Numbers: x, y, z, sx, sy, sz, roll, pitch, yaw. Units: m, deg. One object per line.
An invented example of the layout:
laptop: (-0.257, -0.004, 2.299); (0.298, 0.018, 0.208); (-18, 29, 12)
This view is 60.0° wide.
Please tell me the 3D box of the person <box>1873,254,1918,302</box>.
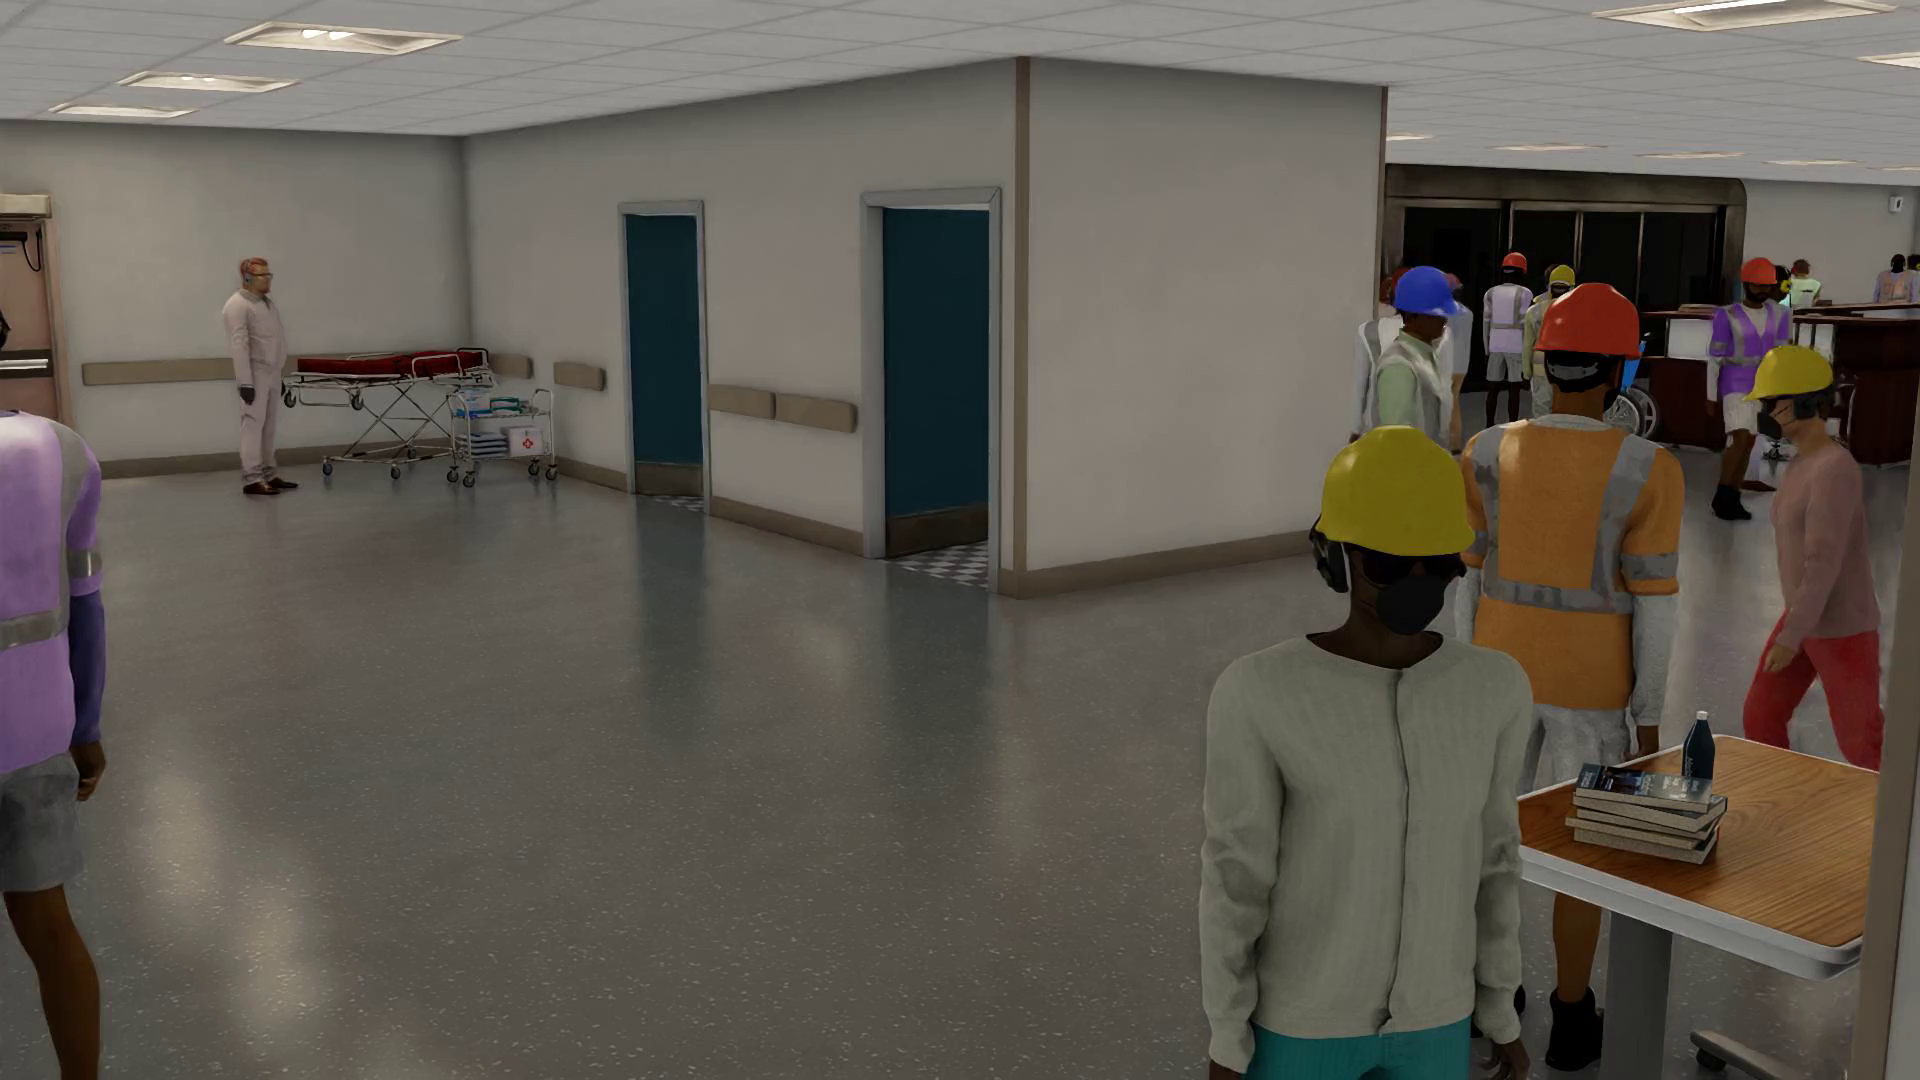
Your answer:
person: (15.450, -3.801, 27.538); (0.634, 1.842, 0.429); (8, 13, 38)

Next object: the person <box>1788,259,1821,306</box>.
person: (11.728, -3.035, 23.398); (0.602, 1.793, 0.848); (4, 11, 21)

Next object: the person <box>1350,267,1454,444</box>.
person: (2.606, -0.665, 9.860); (0.589, 1.881, 0.357); (3, 11, 17)

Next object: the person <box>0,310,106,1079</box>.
person: (-2.045, 0.411, 3.431); (0.407, 2.029, 0.613); (3, 11, 18)

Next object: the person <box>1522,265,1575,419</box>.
person: (5.205, -1.472, 14.507); (0.589, 1.834, 0.403); (4, 11, 20)

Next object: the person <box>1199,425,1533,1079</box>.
person: (0.605, 0.709, 2.478); (0.524, 1.770, 0.315); (-2, 10, -14)

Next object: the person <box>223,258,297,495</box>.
person: (-5.658, -1.325, 13.511); (0.397, 1.902, 0.662); (0, 10, 2)

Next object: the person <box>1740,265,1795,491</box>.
person: (6.578, -1.299, 13.520); (0.429, 1.849, 0.543); (-1, 10, -6)

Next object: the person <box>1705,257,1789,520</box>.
person: (5.755, -1.085, 12.111); (0.546, 1.919, 0.514); (-2, 10, -11)

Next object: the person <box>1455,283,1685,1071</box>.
person: (1.489, 0.338, 4.125); (0.540, 1.930, 0.387); (8, 13, 37)

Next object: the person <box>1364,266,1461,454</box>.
person: (1.924, -0.216, 7.275); (0.422, 1.917, 0.645); (4, 11, 20)

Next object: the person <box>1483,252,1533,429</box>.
person: (5.555, -1.933, 16.826); (0.369, 1.929, 0.542); (-9, 13, -41)

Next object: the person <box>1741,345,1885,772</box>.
person: (2.781, 0.258, 5.142); (0.781, 1.718, 0.541); (2, 10, 10)
